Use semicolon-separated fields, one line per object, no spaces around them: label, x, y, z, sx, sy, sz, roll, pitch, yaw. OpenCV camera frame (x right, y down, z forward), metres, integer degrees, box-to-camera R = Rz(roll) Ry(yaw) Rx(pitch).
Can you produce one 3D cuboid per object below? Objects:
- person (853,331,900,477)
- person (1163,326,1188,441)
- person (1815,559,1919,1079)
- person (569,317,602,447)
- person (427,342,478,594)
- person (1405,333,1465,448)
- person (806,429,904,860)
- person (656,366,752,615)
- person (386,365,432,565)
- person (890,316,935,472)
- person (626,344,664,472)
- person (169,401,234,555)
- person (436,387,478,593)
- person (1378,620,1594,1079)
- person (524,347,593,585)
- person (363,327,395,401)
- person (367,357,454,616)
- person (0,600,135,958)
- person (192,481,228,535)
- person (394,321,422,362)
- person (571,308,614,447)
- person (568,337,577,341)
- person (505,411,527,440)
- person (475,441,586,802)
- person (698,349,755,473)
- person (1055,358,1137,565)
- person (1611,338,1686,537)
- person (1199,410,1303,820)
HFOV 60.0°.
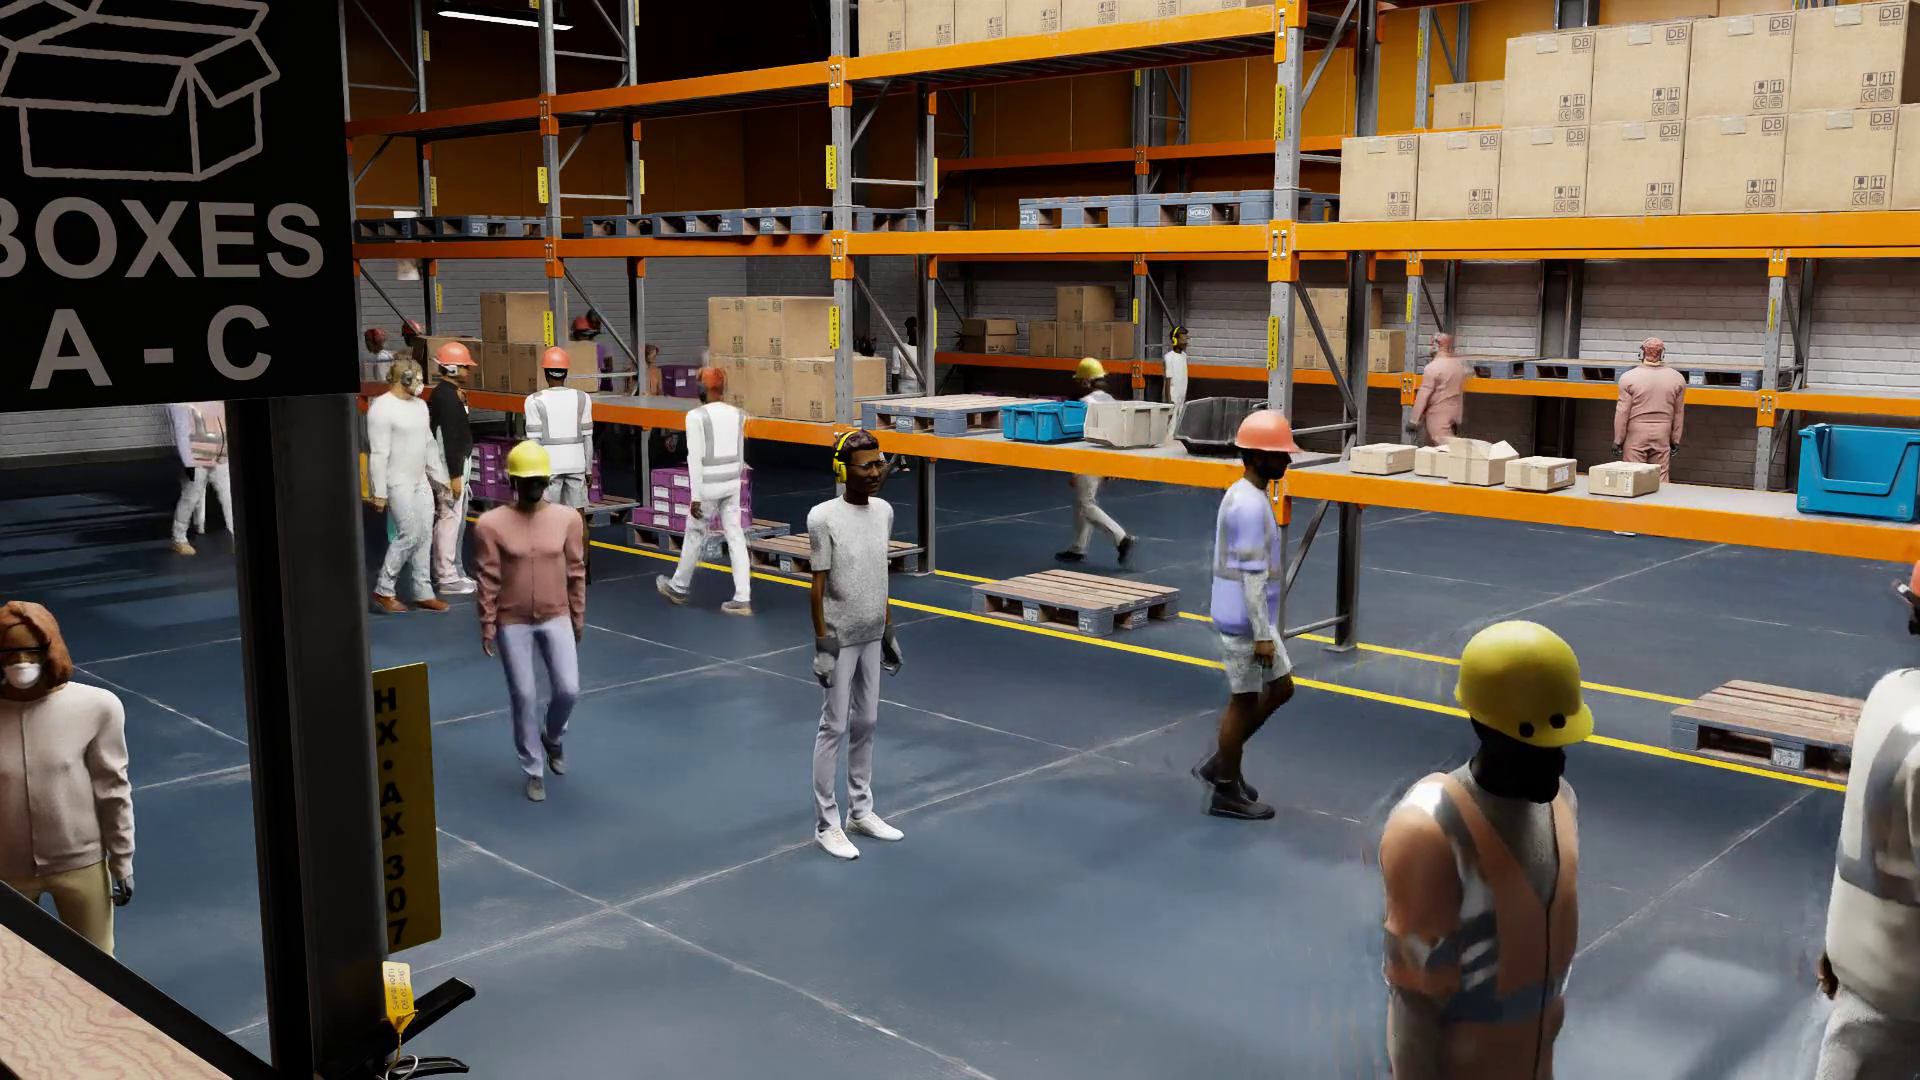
person;-1.082;-1.653;20.403;0.944;1.789;0.650;7;12;38
person;2.654;-1.672;20.319;0.338;1.866;0.511;6;11;32
person;2.212;0.965;3.739;1.048;1.990;0.628;4;10;24
person;-5.059;-2.056;22.502;0.654;1.920;0.550;9;13;44
person;-4.017;-0.571;13.184;0.406;1.990;0.616;-4;10;-24
person;5.152;-1.330;18.206;0.978;1.856;0.664;9;13;43
person;-0.450;0.443;7.315;0.332;1.874;0.520;8;12;40
person;-1.887;-0.380;12.458;0.972;1.834;0.609;8;12;41
person;-4.829;-0.675;14.491;0.311;1.768;0.533;2;9;9
person;-0.586;-1.846;21.053;0.613;1.965;0.361;-5;10;-26
person;-3.902;-1.624;20.744;0.563;1.610;0.541;8;12;41
person;-6.690;-0.724;14.741;1.001;1.790;0.635;5;10;28
person;-3.992;-0.398;13.201;0.279;1.633;0.501;0;9;-1
person;1.011;1.061;3.453;0.587;1.896;0.756;-7;12;-36
person;-3.225;-0.582;13.392;0.547;1.938;0.377;-5;11;-28
person;-6.890;-1.666;20.312;0.803;1.857;0.625;-3;10;-16
person;-4.058;-0.394;12.307;0.471;1.913;0.662;2;9;12
person;-2.672;0.970;4.845;0.495;1.625;0.285;-4;10;-25
person;-7.281;-0.862;16.165;0.517;1.591;0.595;-2;9;-10
person;-6.761;-1.748;20.630;0.581;1.903;0.771;-8;12;-41
person;-5.248;-2.319;23.729;0.692;2.000;0.687;4;10;22
person;-5.511;-2.156;22.966;0.598;1.957;0.834;1;9;5
person;-6.575;-2.376;24.617;0.535;1.864;0.309;8;12;39
person;-2.066;0.387;8.042;0.526;1.755;0.418;-4;10;-24
person;-2.959;-1.769;20.951;1.016;1.852;0.656;7;11;35
person;1.171;-0.660;14.275;0.771;1.806;0.602;6;11;31
person;6.550;-0.973;15.888;0.654;1.906;0.407;0;9;0
person;1.358;0.358;7.704;0.419;1.922;0.558;3;10;16
